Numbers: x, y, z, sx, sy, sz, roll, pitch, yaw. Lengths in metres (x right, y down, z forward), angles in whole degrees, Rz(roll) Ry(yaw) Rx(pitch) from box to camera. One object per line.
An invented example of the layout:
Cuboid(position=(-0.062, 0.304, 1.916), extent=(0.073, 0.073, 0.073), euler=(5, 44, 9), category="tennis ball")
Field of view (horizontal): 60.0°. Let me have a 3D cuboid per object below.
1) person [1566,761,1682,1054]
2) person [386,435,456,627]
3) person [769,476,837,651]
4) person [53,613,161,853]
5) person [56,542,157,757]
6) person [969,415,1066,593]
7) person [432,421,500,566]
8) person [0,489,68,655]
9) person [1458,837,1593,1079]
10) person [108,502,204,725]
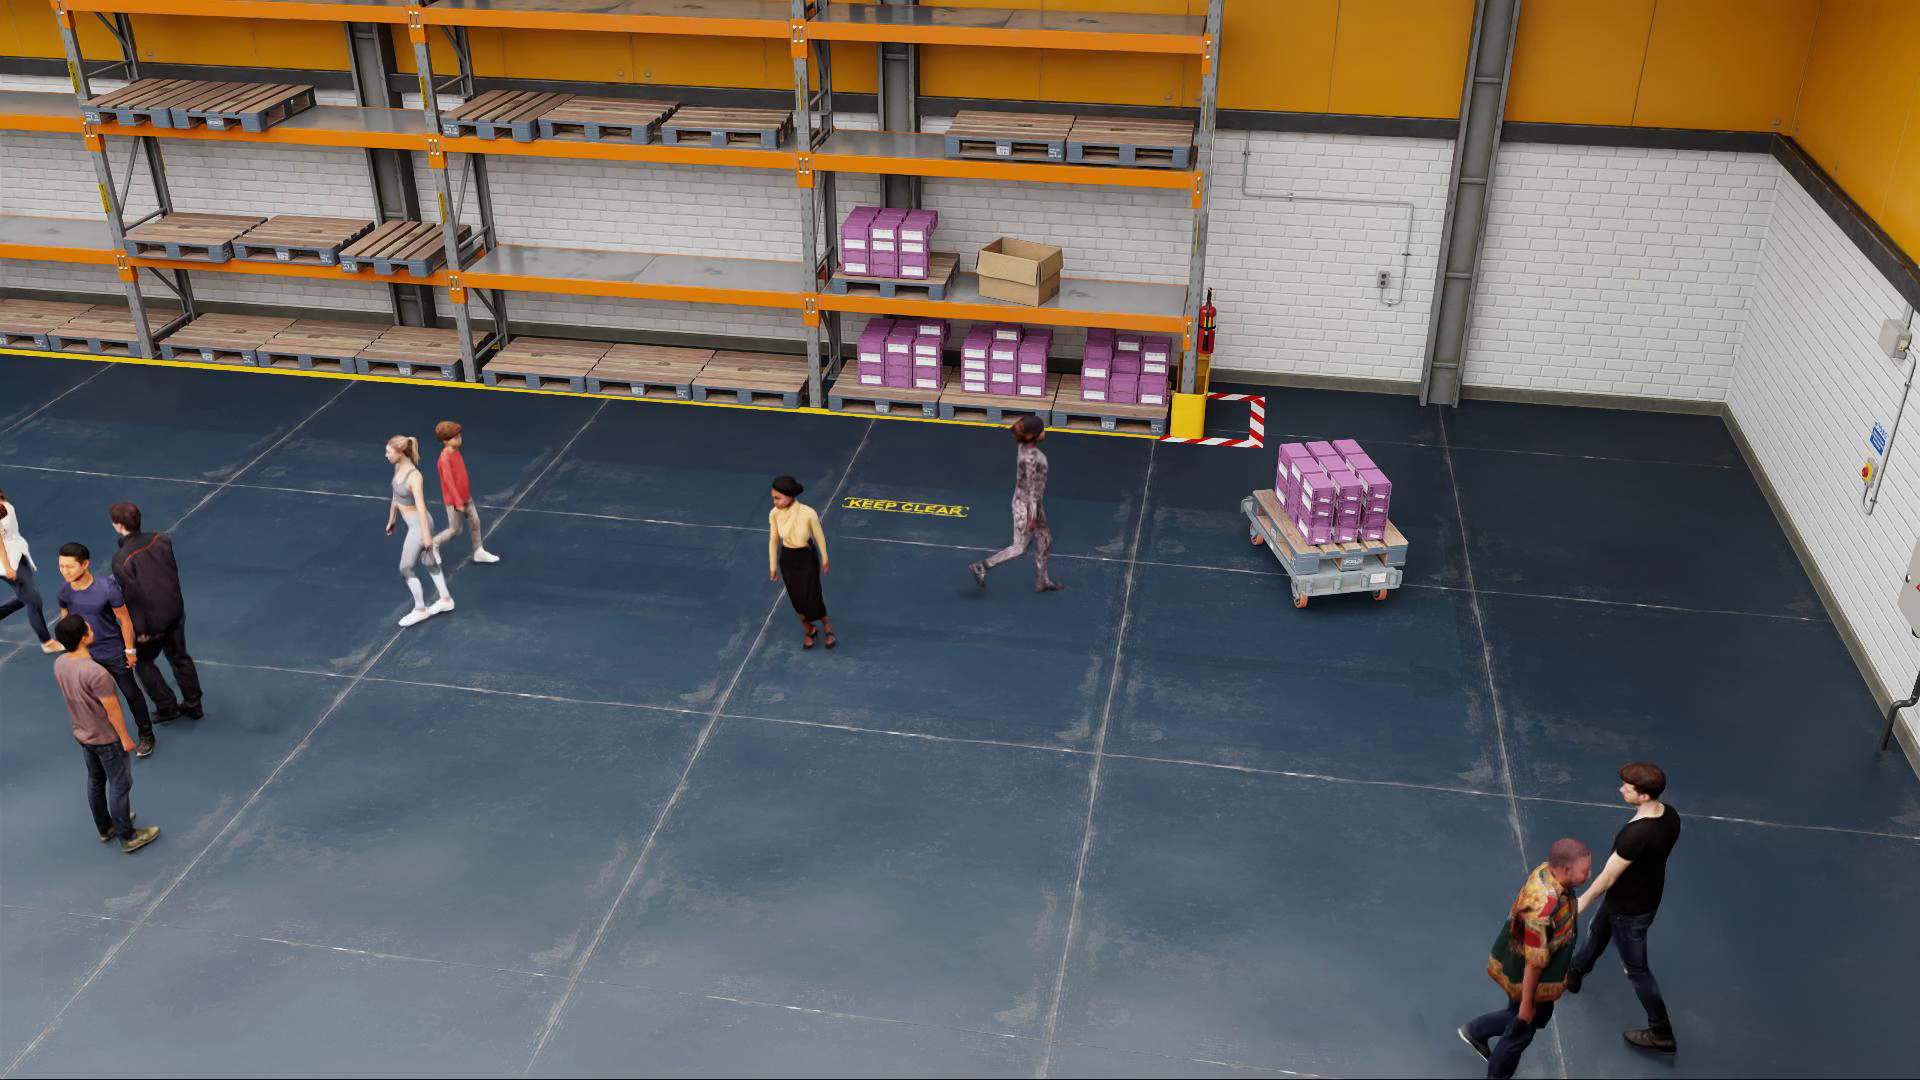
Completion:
Cuboid(position=(3.960, 2.149, 9.604), extent=(1.263, 1.849, 1.012), euler=(22, 36, 35), category="person")
Cuboid(position=(-4.457, -0.121, 13.939), extent=(0.842, 1.684, 0.771), euler=(-17, 33, -28), category="person")
Cuboid(position=(-1.246, 0.198, 13.415), extent=(0.529, 1.624, 0.693), euler=(0, 29, 0), category="person")
Cuboid(position=(-5.827, 1.304, 11.231), extent=(0.604, 1.775, 0.747), euler=(16, 33, 27), category="person")
Cuboid(position=(-6.251, 0.791, 12.156), extent=(0.492, 1.791, 0.725), euler=(1, 29, 2), category="person")
Cuboid(position=(0.487, -0.258, 14.187), extent=(1.098, 1.686, 0.686), euler=(0, 29, 0), category="person")
Cuboid(position=(-4.531, -0.388, 14.726), extent=(0.861, 1.398, 0.525), euler=(3, 29, 6), category="person")
Cuboid(position=(-7.676, 0.187, 13.286), extent=(1.050, 1.768, 0.884), euler=(-10, 30, -17), category="person")
Cuboid(position=(3.114, 2.361, 9.278), extent=(0.917, 1.789, 0.860), euler=(23, 36, 35), category="person")
Cuboid(position=(-5.966, 0.577, 12.517), extent=(0.709, 1.820, 0.779), euler=(10, 30, 18), category="person")
